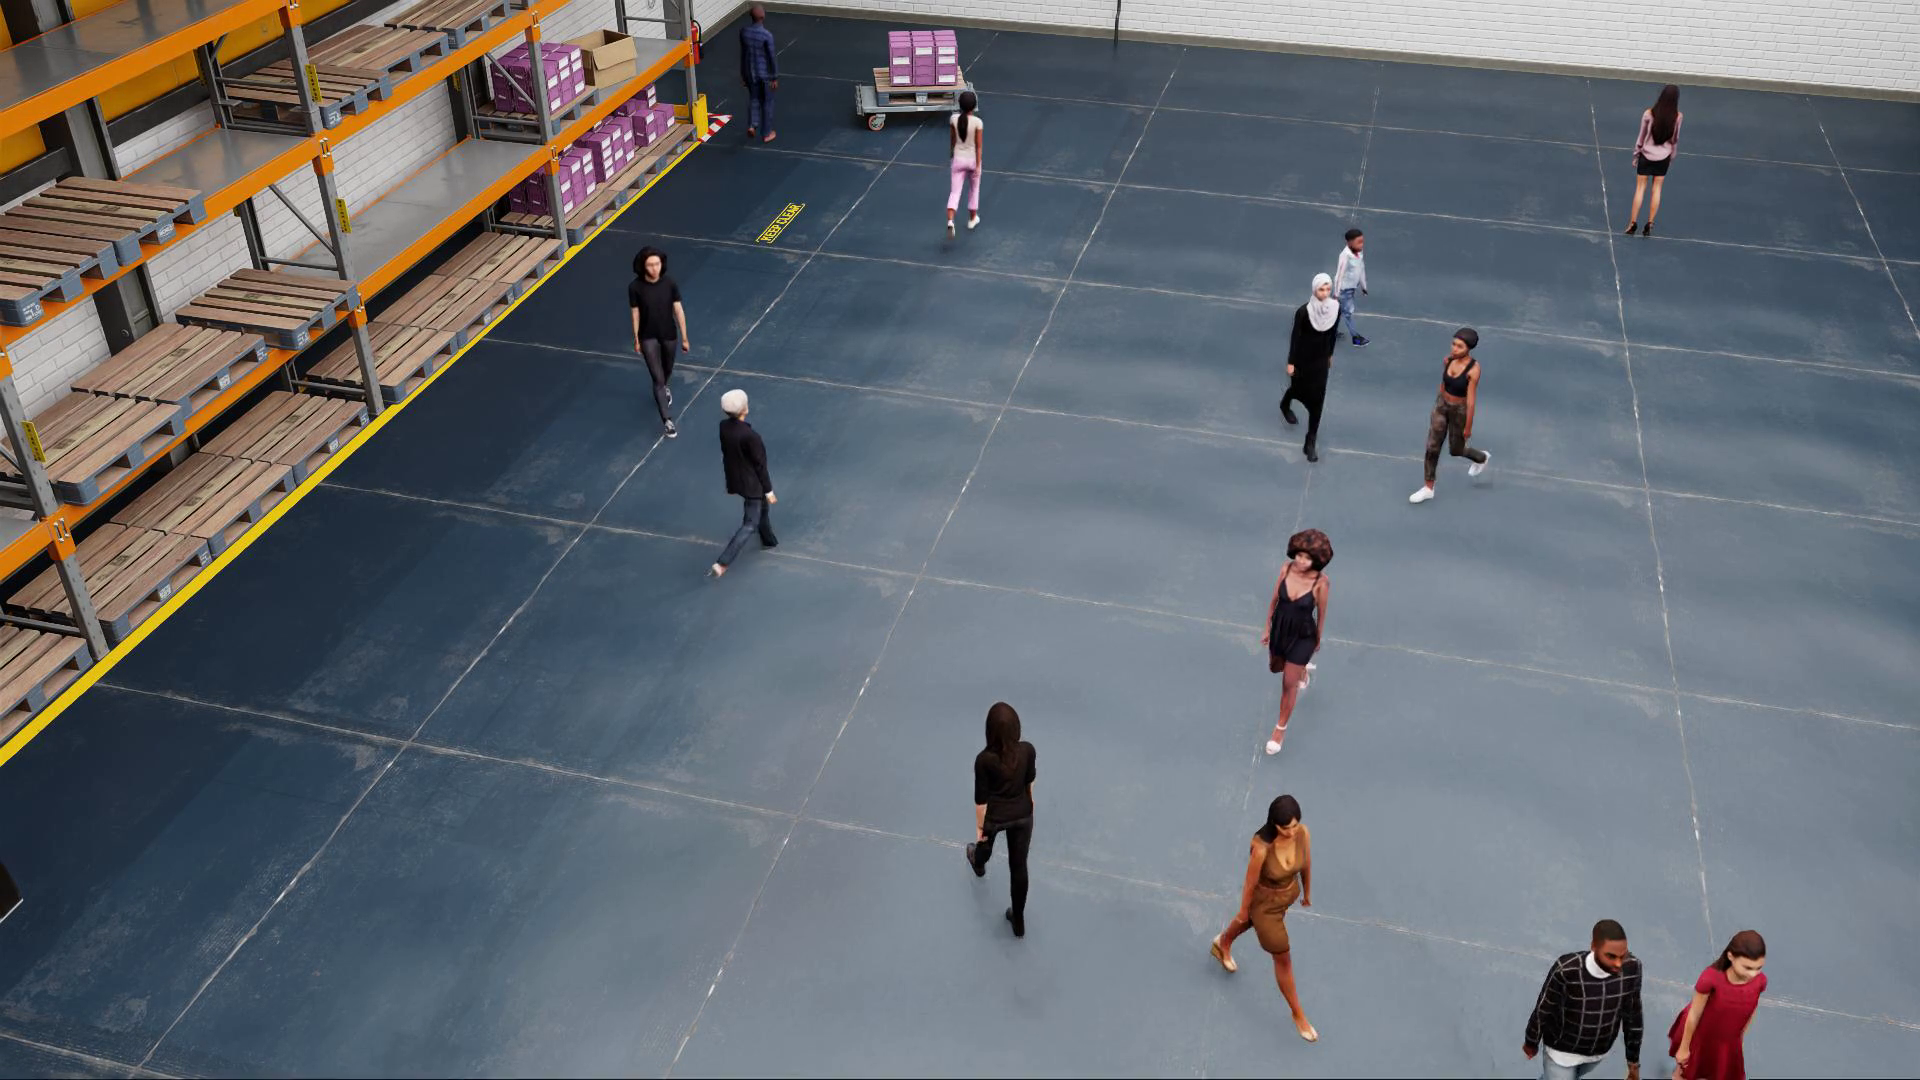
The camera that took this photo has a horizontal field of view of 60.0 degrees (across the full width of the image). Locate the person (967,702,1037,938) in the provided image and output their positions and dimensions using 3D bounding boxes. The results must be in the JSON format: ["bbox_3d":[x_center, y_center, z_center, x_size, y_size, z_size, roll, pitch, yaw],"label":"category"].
[{"bbox_3d":[0.316,1.753,10.202,0.877,1.607,1.087,-7,34,-10],"label":"person"}]

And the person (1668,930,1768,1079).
[{"bbox_3d":[4.041,2.604,8.977,0.618,1.546,0.706,2,34,3],"label":"person"}]

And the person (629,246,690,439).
[{"bbox_3d":[-2.841,-1.954,15.605,1.084,1.800,1.236,-13,36,-19],"label":"person"}]

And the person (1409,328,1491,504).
[{"bbox_3d":[4.351,-1.094,14.426,1.060,1.673,1.000,-17,37,-24],"label":"person"}]

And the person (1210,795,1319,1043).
[{"bbox_3d":[1.754,2.075,9.708,1.107,1.618,1.101,-23,40,-30],"label":"person"}]

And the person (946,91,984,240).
[{"bbox_3d":[0.030,-4.307,19.227,0.576,1.710,1.079,10,35,15],"label":"person"}]

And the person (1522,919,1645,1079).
[{"bbox_3d":[3.216,2.583,8.791,0.935,1.787,1.122,-6,34,-9],"label":"person"}]

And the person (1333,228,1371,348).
[{"bbox_3d":[3.946,-2.634,17.142,0.815,1.231,0.854,29,43,36],"label":"person"}]

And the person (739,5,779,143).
[{"bbox_3d":[-2.666,-6.080,21.808,0.684,1.804,0.748,10,35,15],"label":"person"}]

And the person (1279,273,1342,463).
[{"bbox_3d":[3.174,-1.651,15.205,0.941,1.738,1.238,-5,34,-8],"label":"person"}]

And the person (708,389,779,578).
[{"bbox_3d":[-1.761,-0.410,13.695,1.186,1.767,1.143,-23,40,-30],"label":"person"}]

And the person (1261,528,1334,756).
[{"bbox_3d":[2.379,0.648,11.730,0.826,1.756,1.097,23,40,31],"label":"person"}]

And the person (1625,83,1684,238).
[{"bbox_3d":[8.040,-4.390,19.261,0.611,1.811,0.513,8,34,12],"label":"person"}]
